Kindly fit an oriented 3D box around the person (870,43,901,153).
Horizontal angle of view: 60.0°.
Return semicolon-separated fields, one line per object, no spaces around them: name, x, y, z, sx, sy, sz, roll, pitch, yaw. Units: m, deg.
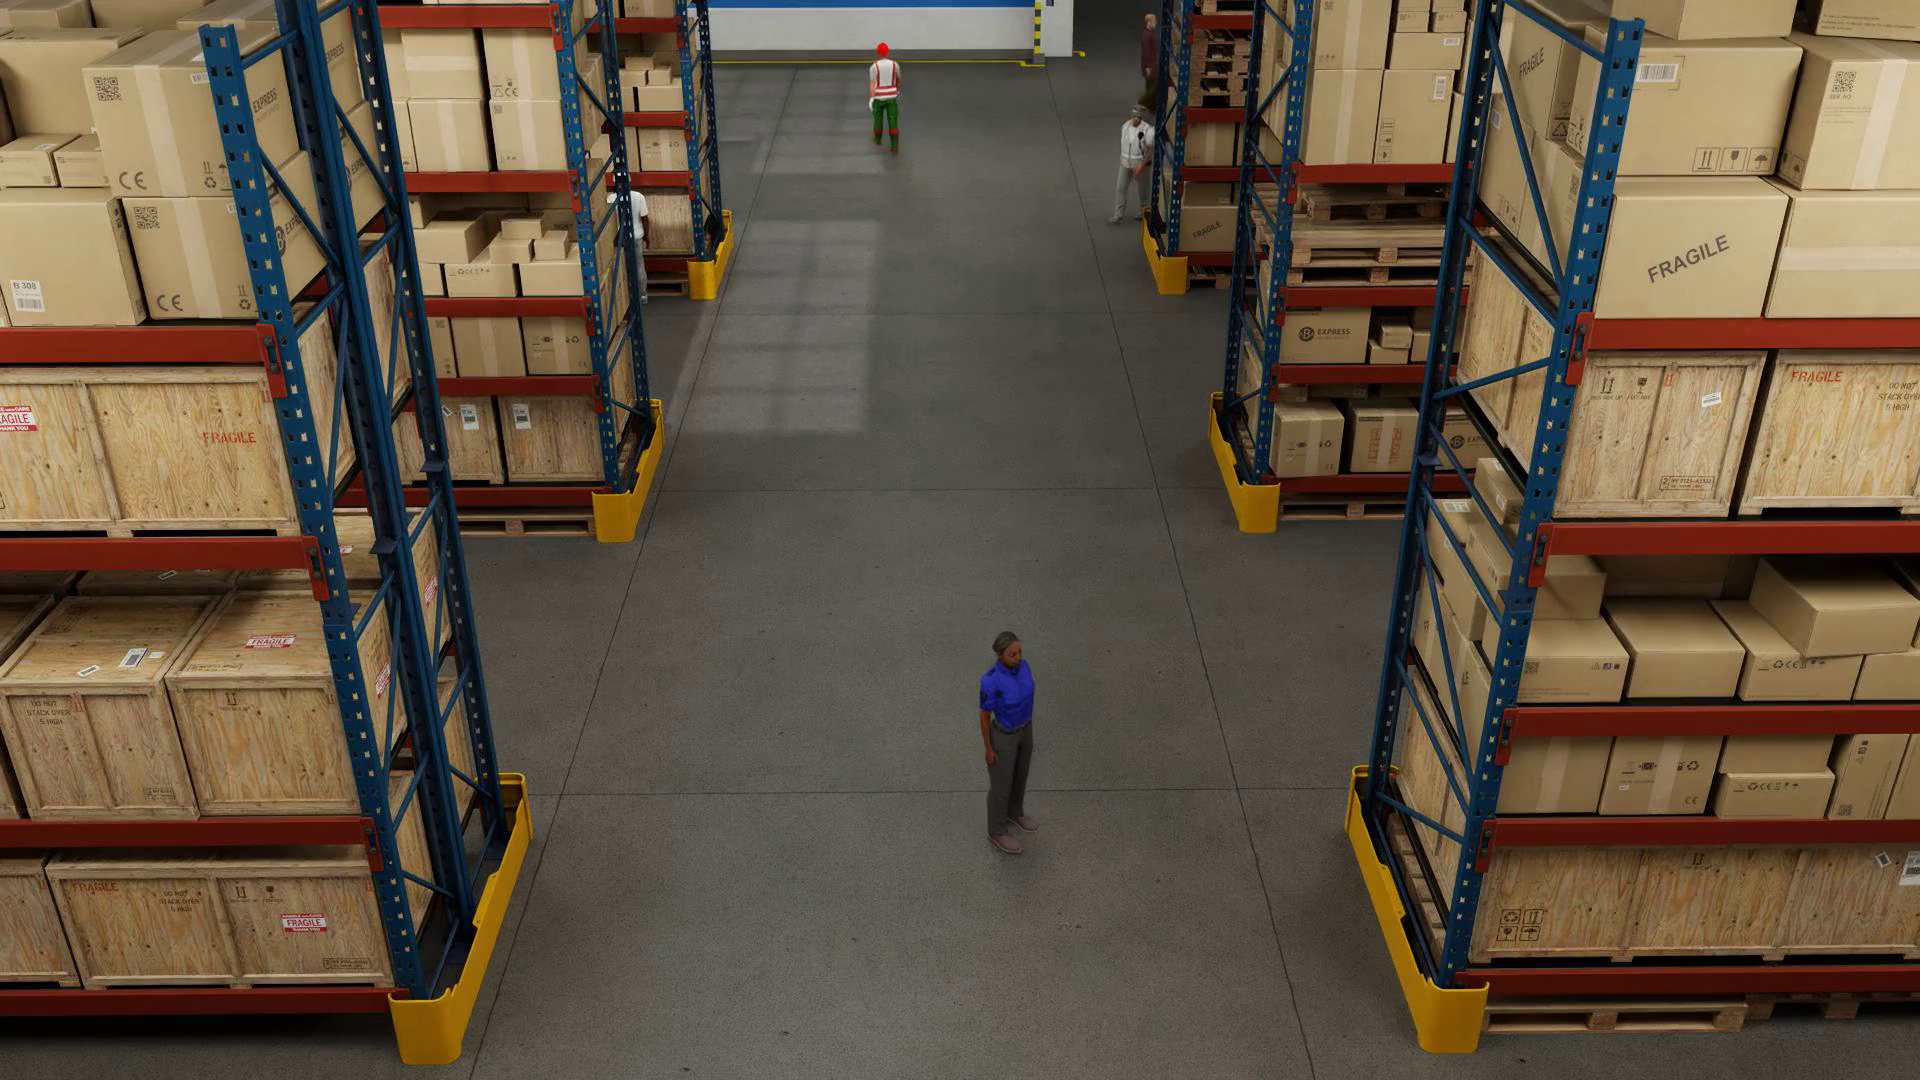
person;-1.249;-7.357;27.582;0.568;1.760;1.001;-6;29;-10

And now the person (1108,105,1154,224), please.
person;2.515;-5.420;24.000;0.546;1.728;0.982;13;31;23

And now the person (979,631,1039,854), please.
person;0.366;1.375;11.474;0.375;1.669;0.445;23;36;36

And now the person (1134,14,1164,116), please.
person;3.423;-8.437;29.569;0.576;1.775;0.610;4;29;8

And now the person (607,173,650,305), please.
person;-4.219;-3.827;21.024;0.564;1.769;0.399;-14;31;-25
